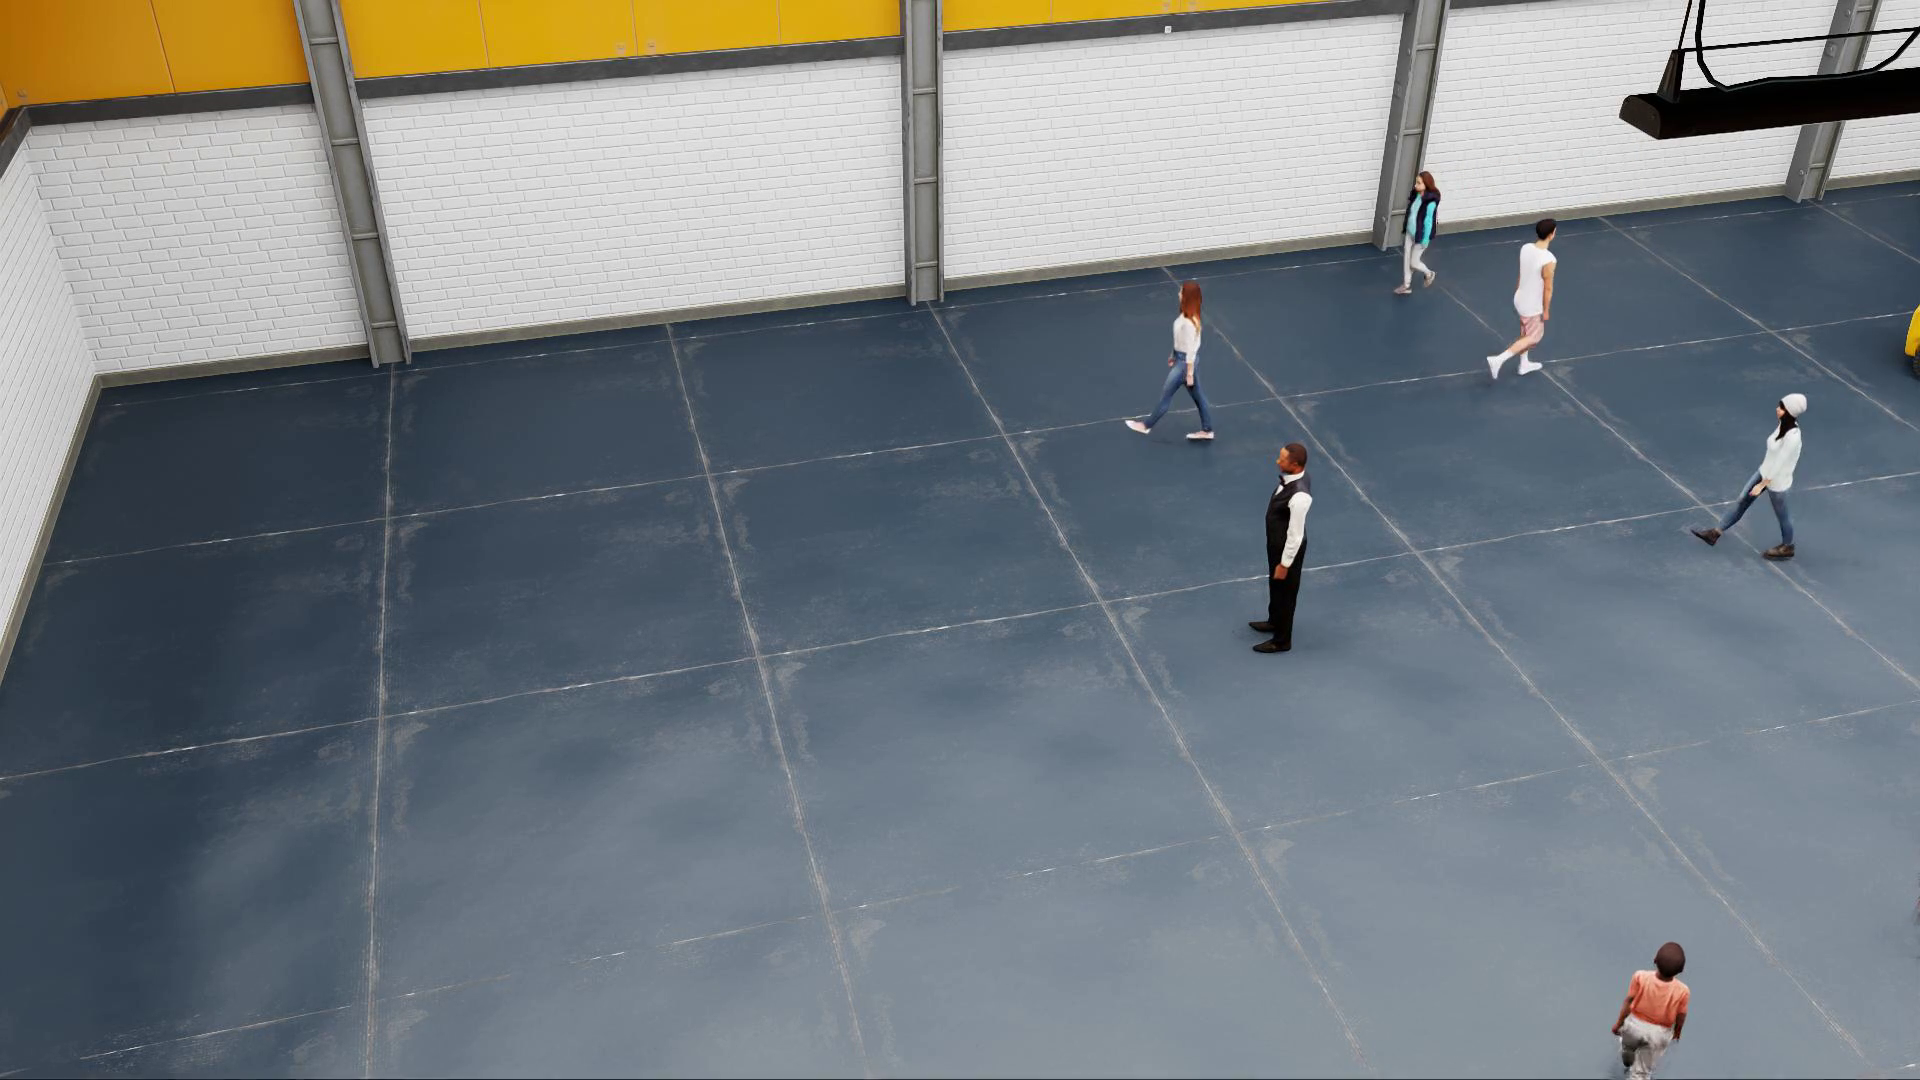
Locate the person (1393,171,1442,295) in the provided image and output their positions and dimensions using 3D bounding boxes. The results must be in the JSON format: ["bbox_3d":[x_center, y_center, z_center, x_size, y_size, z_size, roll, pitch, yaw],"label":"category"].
[{"bbox_3d":[5.336,-3.533,19.185,0.739,1.486,0.605,-11,35,-17],"label":"person"}]

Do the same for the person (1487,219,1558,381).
[{"bbox_3d":[5.898,-2.466,17.324,0.984,1.770,0.660,-11,35,-16],"label":"person"}]

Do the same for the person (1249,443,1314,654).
[{"bbox_3d":[2.634,0.050,13.404,0.704,1.919,0.760,2,34,3],"label":"person"}]

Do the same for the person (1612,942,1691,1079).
[{"bbox_3d":[3.999,2.891,9.699,0.820,1.288,0.895,20,38,27],"label":"person"}]

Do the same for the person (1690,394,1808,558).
[{"bbox_3d":[7.196,-0.499,14.532,1.197,1.585,0.884,5,34,7],"label":"person"}]

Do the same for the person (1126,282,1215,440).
[{"bbox_3d":[2.292,-1.699,16.247,1.191,1.685,0.938,6,34,9],"label":"person"}]
